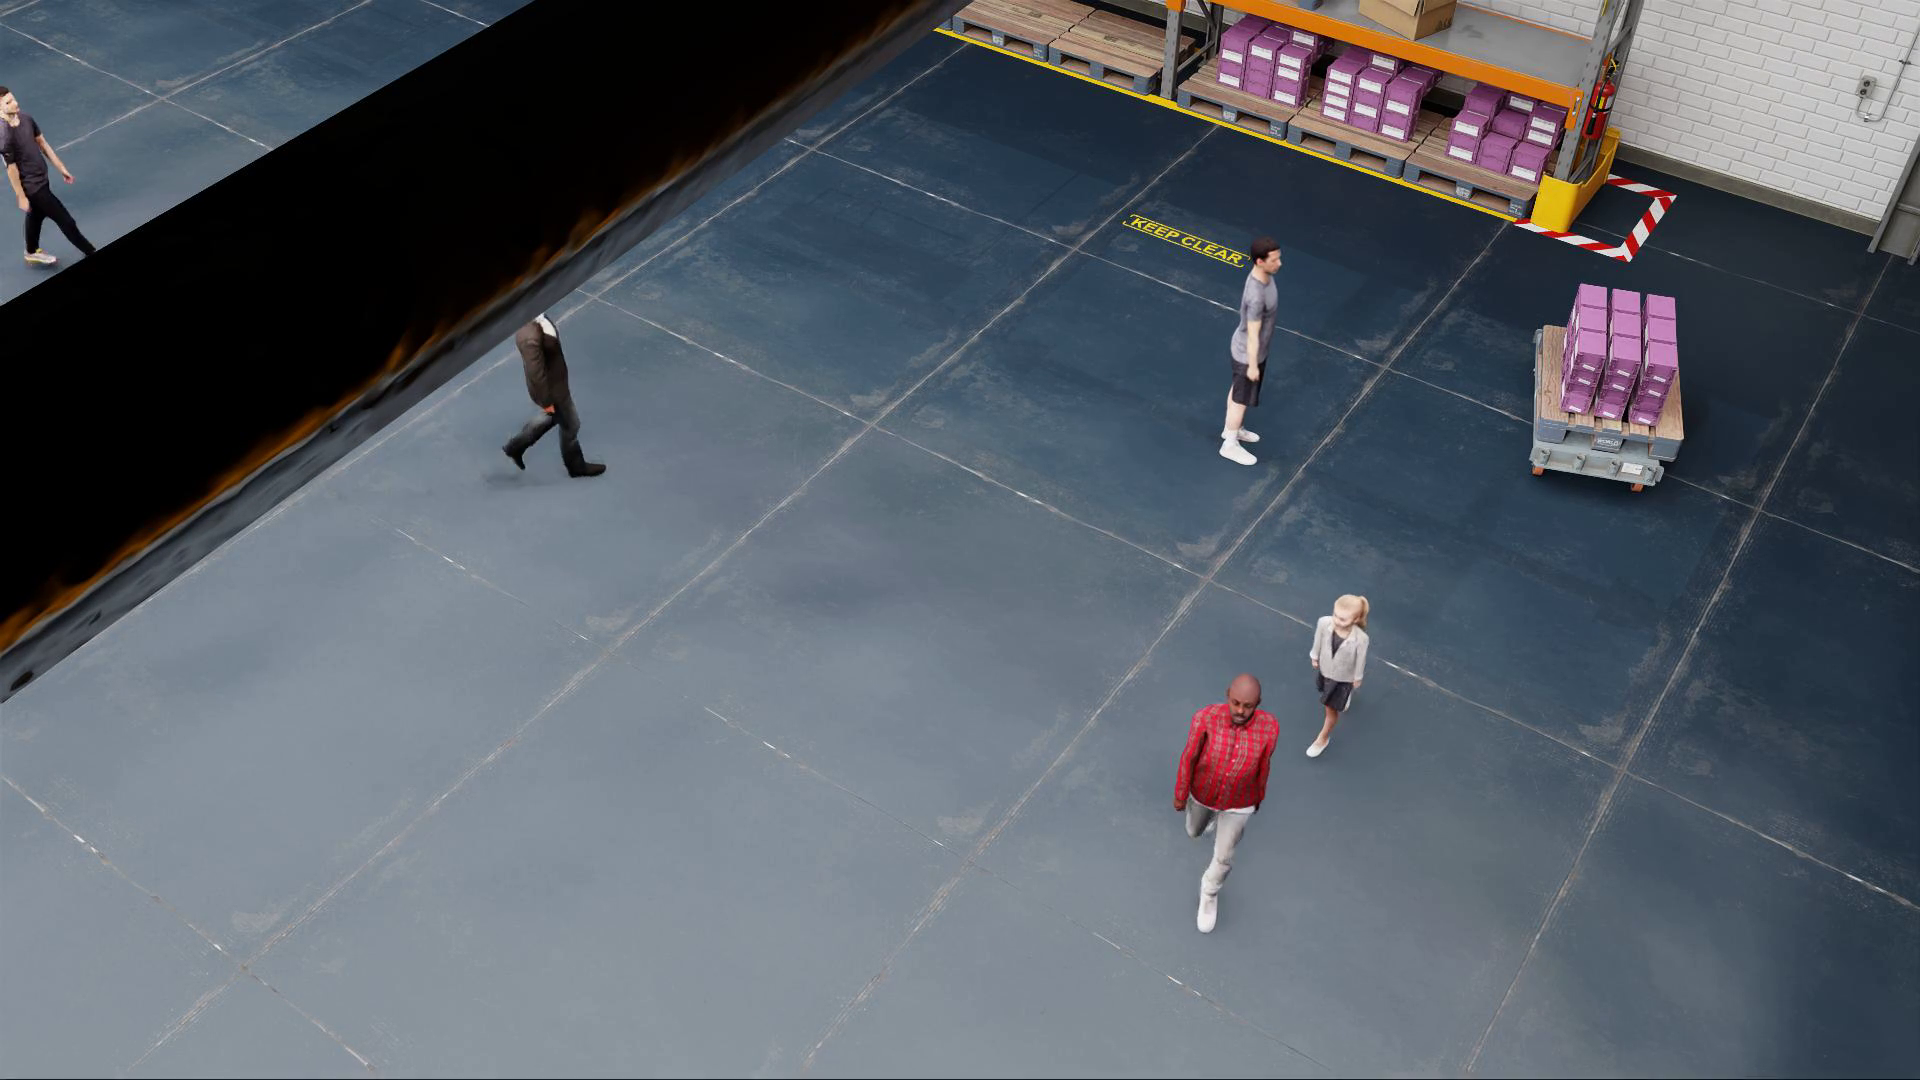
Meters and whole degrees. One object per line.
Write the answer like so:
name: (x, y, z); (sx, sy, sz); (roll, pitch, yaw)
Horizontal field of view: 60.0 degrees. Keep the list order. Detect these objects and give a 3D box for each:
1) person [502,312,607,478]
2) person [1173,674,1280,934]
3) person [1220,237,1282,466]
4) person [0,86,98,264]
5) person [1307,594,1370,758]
person: (-3.063, -1.140, 12.026); (1.076, 1.786, 1.038); (-10, 44, -10)
person: (1.482, 1.349, 9.404); (1.108, 1.799, 0.959); (10, 44, 10)
person: (2.128, -1.420, 12.257); (0.683, 1.873, 0.722); (11, 45, 11)
person: (-7.874, -3.007, 14.035); (1.248, 1.718, 1.068); (1, 44, 2)
person: (2.403, 0.767, 10.412); (0.803, 1.251, 0.630); (31, 51, 28)
